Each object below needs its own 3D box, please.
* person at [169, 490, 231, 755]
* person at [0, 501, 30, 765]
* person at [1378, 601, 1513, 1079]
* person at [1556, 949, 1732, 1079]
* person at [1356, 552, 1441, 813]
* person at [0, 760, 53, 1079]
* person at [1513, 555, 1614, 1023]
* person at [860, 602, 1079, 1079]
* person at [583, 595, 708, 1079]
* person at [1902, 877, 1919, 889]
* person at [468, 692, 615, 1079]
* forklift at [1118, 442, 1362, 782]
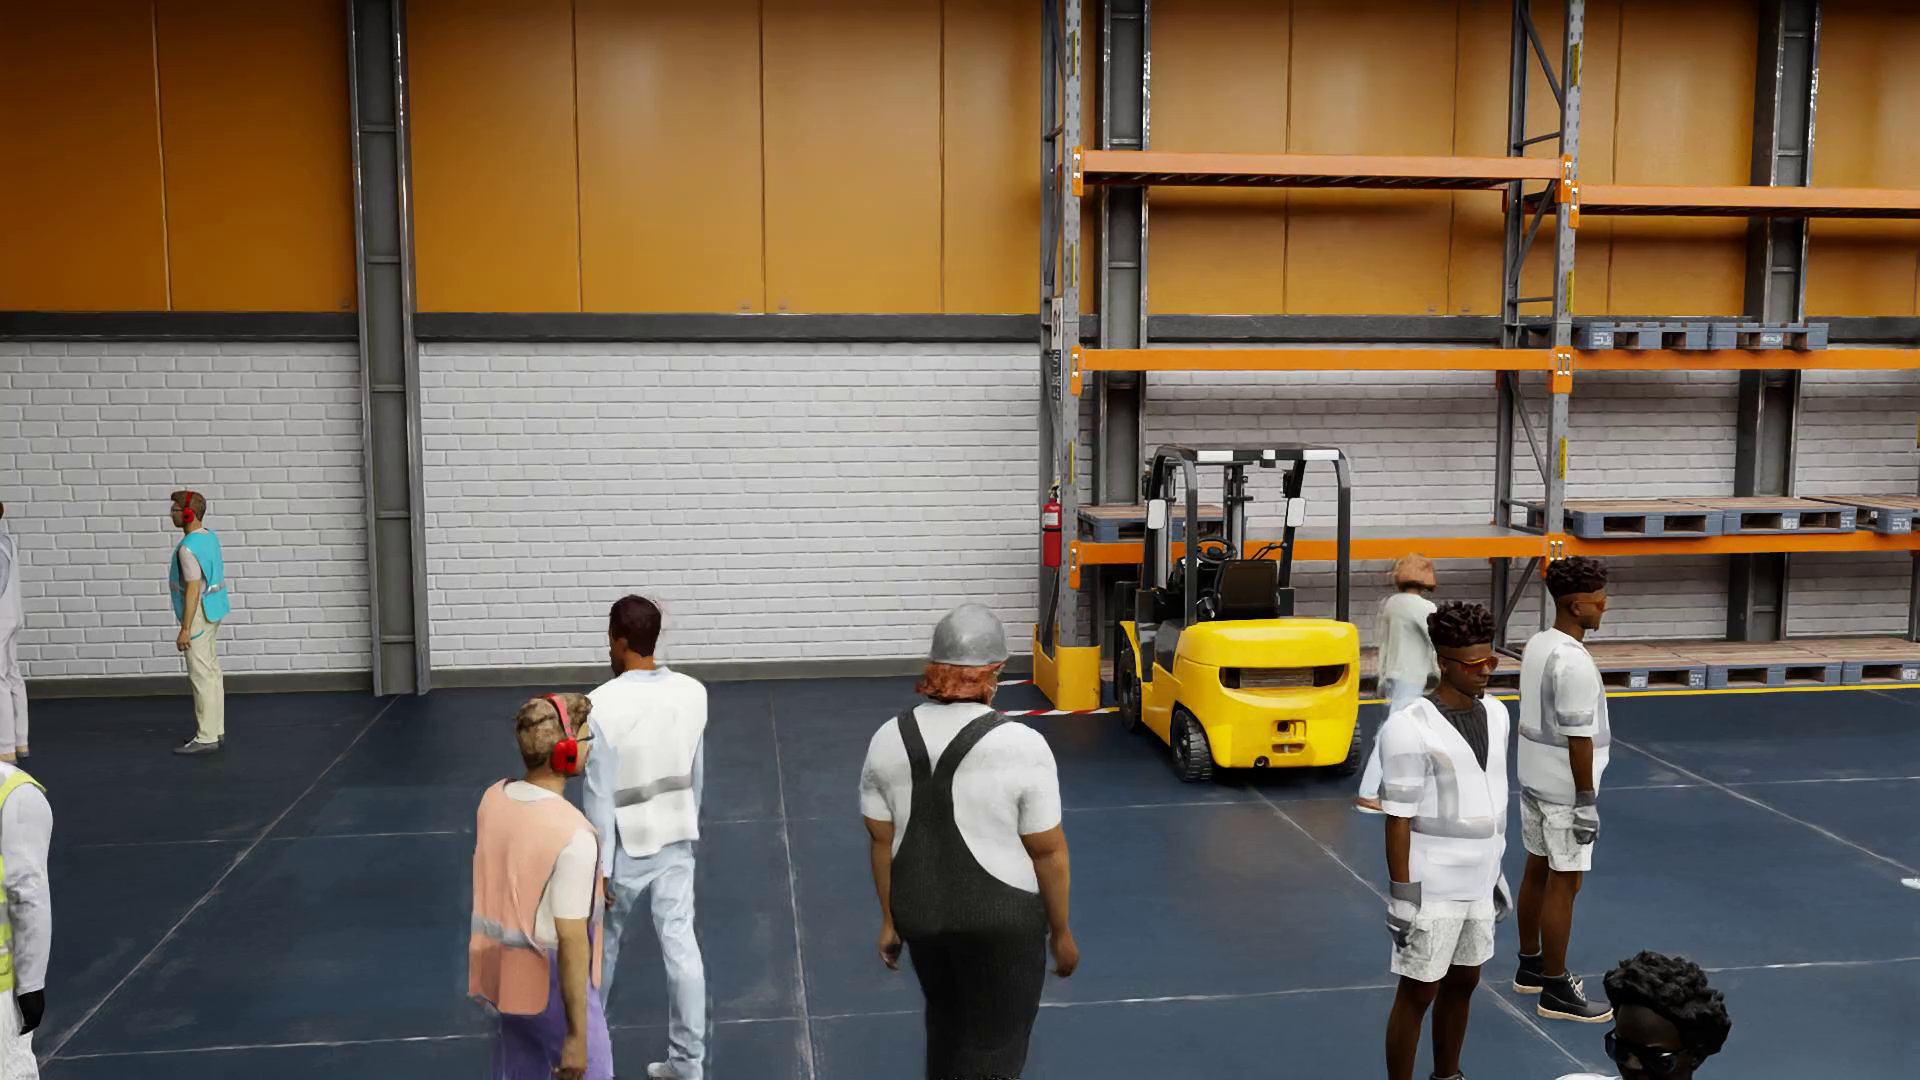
[{"bbox_3d":[-5.338,0.569,11.671,0.389,1.849,0.566,-1,7,-11],"label":"person"},{"bbox_3d":[-6.564,0.613,11.302,0.335,1.845,0.513,-1,7,-8],"label":"person"},{"bbox_3d":[1.715,1.179,5.818,0.618,1.963,0.361,-5,8,-36],"label":"person"},{"bbox_3d":[1.313,1.612,3.193,0.321,1.697,0.529,-6,9,-44],"label":"person"},{"bbox_3d":[2.797,0.871,10.181,0.857,1.582,0.517,-1,7,-10],"label":"person"},{"bbox_3d":[-3.077,1.337,5.054,0.636,1.830,0.429,0,7,2],"label":"person"},{"bbox_3d":[2.570,1.035,7.079,0.367,1.966,0.607,0,7,0],"label":"person"},{"bbox_3d":[0.043,1.187,5.425,0.685,2.000,0.605,4,8,33],"label":"person"},{"bbox_3d":[-1.292,1.146,6.456,0.920,1.877,0.627,6,9,42],"label":"person"},{"bbox_3d":[5.196,0.998,8.444,0.579,1.722,0.494,5,8,36],"label":"person"},{"bbox_3d":[-1.277,1.353,4.929,0.580,1.823,0.792,6,9,44],"label":"person"},{"bbox_3d":[1.912,0.418,11.496,1.214,2.155,2.313,-1,7,-8],"label":"forklift"}]
